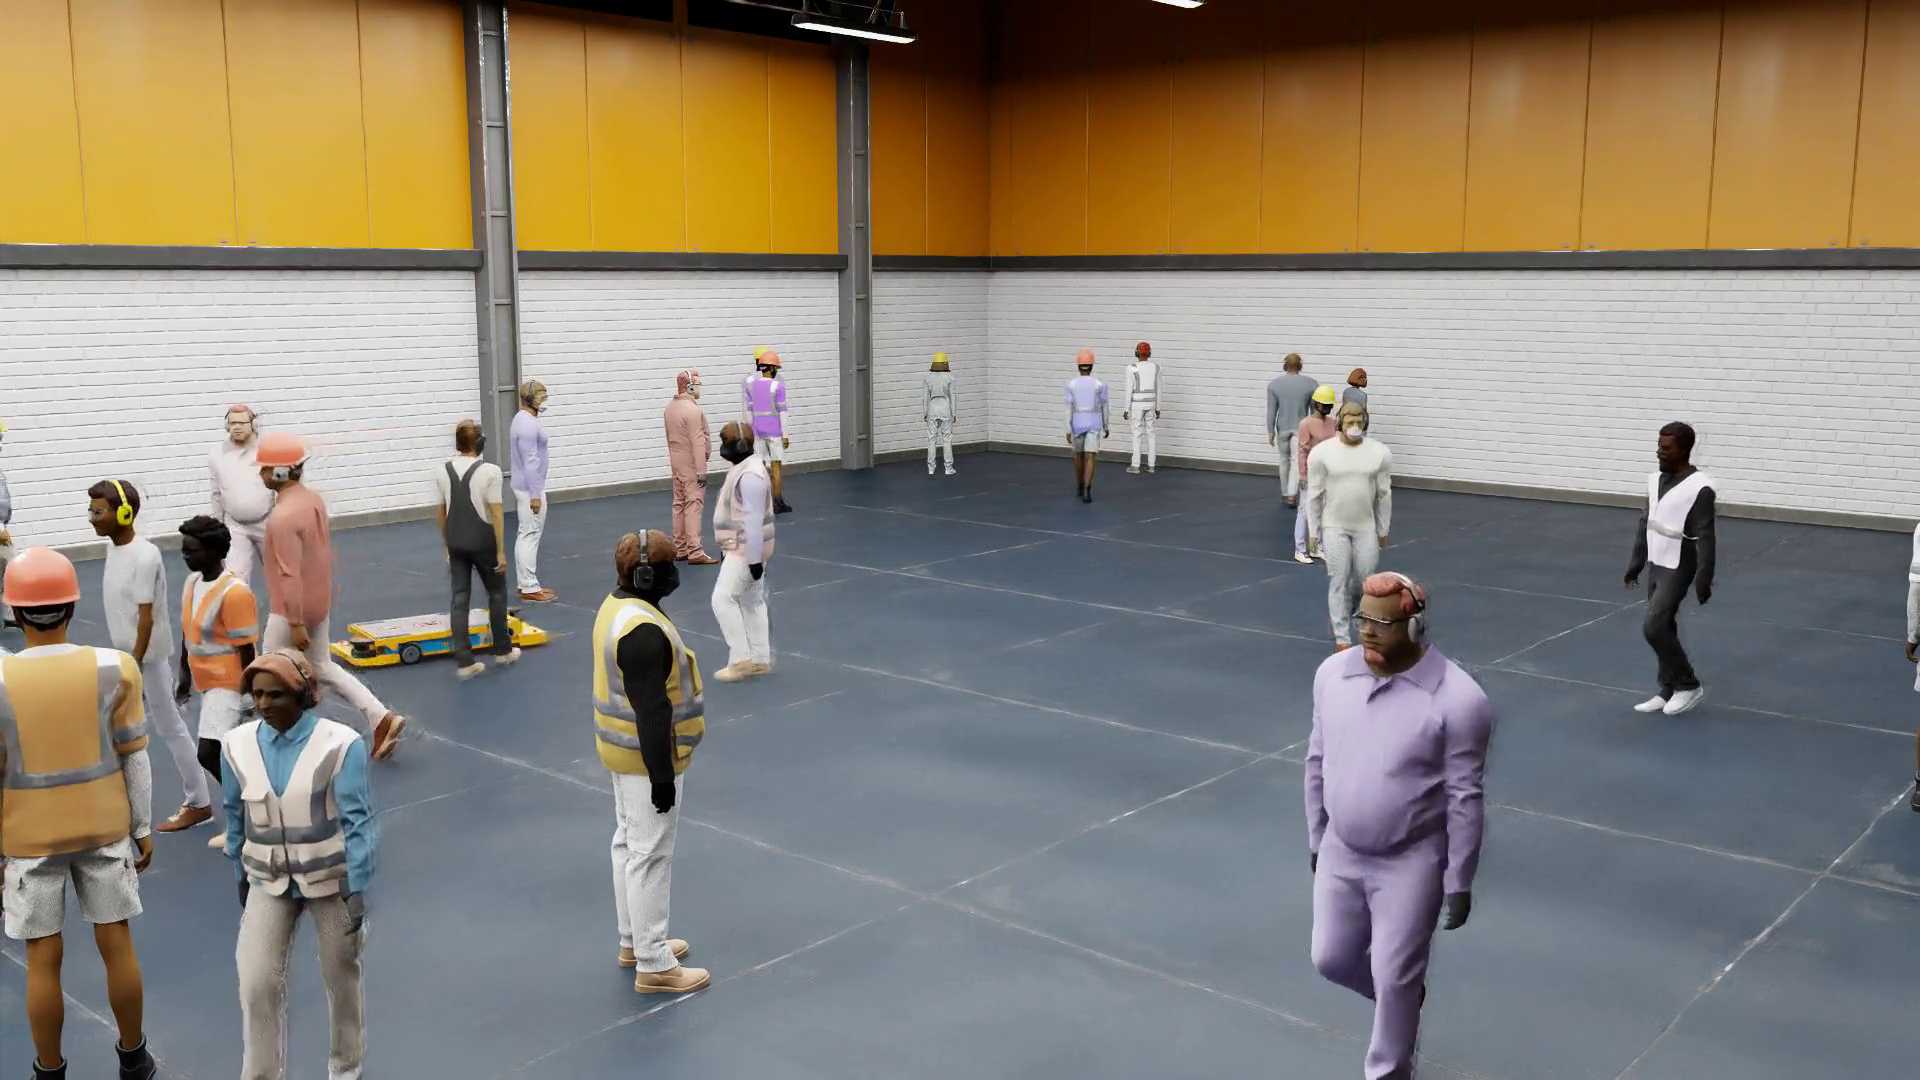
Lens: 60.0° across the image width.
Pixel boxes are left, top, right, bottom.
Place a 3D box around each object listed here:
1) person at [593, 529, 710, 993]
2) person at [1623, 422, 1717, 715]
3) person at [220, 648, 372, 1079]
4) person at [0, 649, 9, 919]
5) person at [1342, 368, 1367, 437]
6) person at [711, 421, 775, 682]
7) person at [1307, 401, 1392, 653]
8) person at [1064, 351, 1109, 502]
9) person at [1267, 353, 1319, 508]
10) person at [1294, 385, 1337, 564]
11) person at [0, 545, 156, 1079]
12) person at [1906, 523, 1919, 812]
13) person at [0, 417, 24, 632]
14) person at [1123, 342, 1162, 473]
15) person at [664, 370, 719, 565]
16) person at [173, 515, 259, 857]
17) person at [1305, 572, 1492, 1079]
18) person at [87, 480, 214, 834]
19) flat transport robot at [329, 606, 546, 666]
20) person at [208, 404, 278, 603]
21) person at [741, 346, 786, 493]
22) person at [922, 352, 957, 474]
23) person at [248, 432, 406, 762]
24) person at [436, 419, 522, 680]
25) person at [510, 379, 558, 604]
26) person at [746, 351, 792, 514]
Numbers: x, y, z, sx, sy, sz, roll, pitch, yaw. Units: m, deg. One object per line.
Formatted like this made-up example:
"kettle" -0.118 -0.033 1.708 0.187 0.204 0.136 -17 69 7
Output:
"person" -1.231 0.868 6.633 0.429 1.844 0.625 -4 10 -21
"person" 4.554 0.190 10.698 0.453 1.903 0.594 -1 9 -5
"person" -2.186 1.165 5.459 0.531 1.612 0.682 0 9 1
"person" -4.084 0.944 6.848 0.510 1.616 0.585 0 9 -1
"person" 5.162 -1.436 21.778 0.279 1.624 0.494 -4 10 -22
"person" -1.578 0.081 11.654 0.562 1.827 0.629 -1 9 -8
"person" 2.882 -0.093 12.429 0.648 1.917 0.699 0 9 0
"person" 1.591 -1.439 21.000 0.549 1.893 1.004 2 9 12
"person" 4.079 -1.353 20.435 0.634 1.899 1.006 3 10 19
"person" 3.544 -0.646 16.406 0.533 1.757 0.335 -7 11 -37
"person" -3.025 0.979 5.624 0.545 1.942 0.349 -6 11 -33
"person" 5.262 0.491 8.699 0.551 1.934 0.373 7 12 38
"person" -7.495 -0.117 12.917 0.698 1.802 0.605 -2 9 -13
"person" 2.615 -1.894 23.838 0.585 1.882 0.343 -3 10 -21
"person" -2.640 -0.711 16.345 0.410 1.909 0.642 -6 11 -35
"person" -3.620 0.712 8.116 0.395 1.687 0.545 -9 13 -44
"person" 1.445 1.022 5.529 0.656 1.891 0.655 9 13 44
"person" -4.180 0.621 8.221 0.557 1.825 0.932 8 12 41
"flat transport robot" -3.924 0.713 12.521 1.431 0.197 0.652 -7 11 -36
"person" -5.471 -0.130 12.878 0.633 1.862 1.015 -1 9 -9
"person" -2.537 -1.529 21.414 0.593 1.924 0.384 -4 10 -25
"person" -0.285 -1.805 23.731 0.490 1.740 0.322 2 9 13
"person" -3.681 0.360 9.443 0.856 1.966 0.616 0 9 2
"person" -3.408 0.046 11.851 0.548 1.818 0.787 2 9 11
"person" -3.715 -0.421 14.425 0.359 1.936 0.632 -3 9 -18
"person" -2.271 -1.278 19.836 0.542 1.928 0.374 4 10 25
